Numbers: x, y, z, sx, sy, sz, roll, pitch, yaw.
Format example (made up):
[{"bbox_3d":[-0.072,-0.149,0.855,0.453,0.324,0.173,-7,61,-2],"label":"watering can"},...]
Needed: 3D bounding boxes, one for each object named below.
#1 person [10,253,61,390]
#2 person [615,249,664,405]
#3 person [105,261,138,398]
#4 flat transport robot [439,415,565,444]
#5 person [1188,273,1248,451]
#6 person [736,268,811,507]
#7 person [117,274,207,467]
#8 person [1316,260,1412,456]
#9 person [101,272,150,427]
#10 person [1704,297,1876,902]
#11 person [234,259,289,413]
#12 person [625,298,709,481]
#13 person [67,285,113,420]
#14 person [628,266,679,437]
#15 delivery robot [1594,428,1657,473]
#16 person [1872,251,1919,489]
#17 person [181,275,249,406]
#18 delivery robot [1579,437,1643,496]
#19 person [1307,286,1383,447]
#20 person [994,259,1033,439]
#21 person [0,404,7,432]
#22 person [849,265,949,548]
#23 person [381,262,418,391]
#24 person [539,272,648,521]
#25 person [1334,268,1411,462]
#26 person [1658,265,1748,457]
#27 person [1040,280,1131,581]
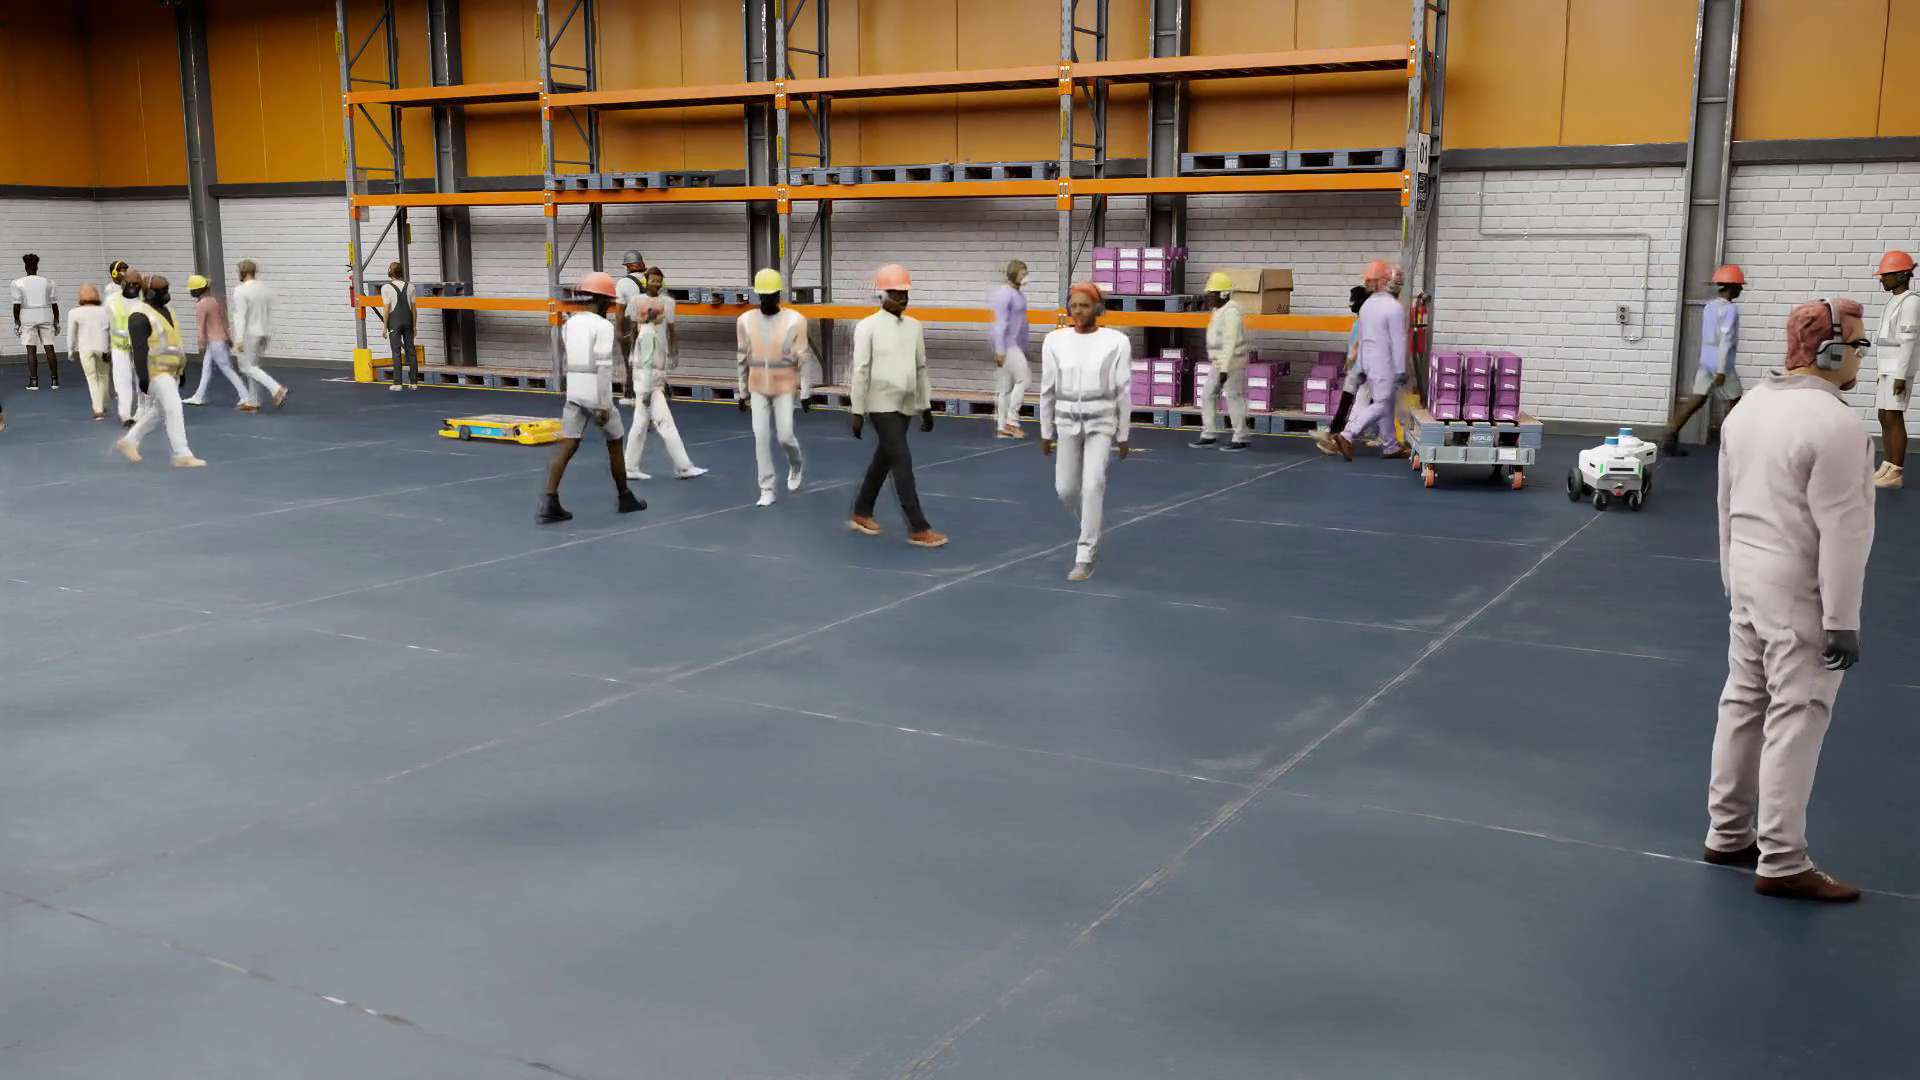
[{"bbox_3d":[-13.386,-3.162,24.107,0.613,1.963,0.361,-9,13,-40],"label":"person"},{"bbox_3d":[-4.244,-2.793,21.811,0.681,2.000,0.535,-8,13,-40],"label":"person"},{"bbox_3d":[-11.469,-2.871,22.757,0.329,1.865,0.516,-2,10,-13],"label":"person"},{"bbox_3d":[-4.831,-1.197,17.782,1.431,0.197,0.652,6,12,31],"label":"flat transport robot"},{"bbox_3d":[2.602,-1.771,16.712,0.730,1.795,0.619,-1,10,-6],"label":"person"},{"bbox_3d":[-1.485,-1.240,13.421,0.594,1.901,0.663,2,10,9],"label":"person"},{"bbox_3d":[-7.576,-1.586,15.647,0.856,1.817,0.631,0,10,2],"label":"person"},{"bbox_3d":[4.109,-1.780,16.406,1.081,1.939,0.622,0,10,-2],"label":"person"},{"bbox_3d":[-9.608,-2.213,19.299,0.677,1.774,0.992,-3,11,-18],"label":"person"},{"bbox_3d":[2.694,0.184,5.336,0.403,1.906,0.652,-1,10,-5],"label":"person"},{"bbox_3d":[-8.696,-2.512,20.572,0.675,1.918,0.639,1,10,6],"label":"person"},{"bbox_3d":[-2.616,-1.314,14.651,0.811,1.601,0.532,-2,10,-10],"label":"person"},{"bbox_3d":[-10.456,-2.261,20.040,0.520,1.588,0.832,-7,12,-35],"label":"person"},{"bbox_3d":[-3.341,-2.048,18.132,0.549,1.851,0.431,-3,10,-16],"label":"person"},{"bbox_3d":[5.531,-0.690,13.841,0.477,0.478,0.707,8,13,38],"label":"delivery robot"},{"bbox_3d":[7.989,-1.455,14.283,0.407,2.029,0.612,2,10,13],"label":"person"},{"bbox_3d":[-9.633,-2.565,21.490,0.898,1.697,0.568,-1,10,-5],"label":"person"},{"bbox_3d":[5.161,-0.577,13.203,0.477,0.478,0.707,1,10,7],"label":"delivery robot"},{"bbox_3d":[4.063,-1.772,17.119,0.868,1.649,0.553,4,11,20],"label":"person"},{"bbox_3d":[0.630,-2.026,17.797,0.564,1.920,0.655,3,10,17],"label":"person"},{"bbox_3d":[-10.523,-1.892,17.766,0.532,1.674,0.728,-1,10,-5],"label":"person"},{"bbox_3d":[-0.467,-0.950,11.670,1.010,1.945,0.631,8,13,40],"label":"person"},{"bbox_3d":[-8.046,-3.063,23.892,0.507,1.847,0.343,-9,13,-40],"label":"person"},{"bbox_3d":[-2.840,-1.086,12.645,0.545,1.886,0.993,6,12,32],"label":"person"},{"bbox_3d":[4.017,-1.679,15.996,0.862,1.871,0.651,-3,10,-14],"label":"person"},{"bbox_3d":[7.381,-1.734,16.256,1.002,1.897,0.549,-1,10,-3],"label":"person"},{"bbox_3d":[0.805,-0.702,10.509,0.580,1.859,0.721,3,11,18],"label":"person"}]
